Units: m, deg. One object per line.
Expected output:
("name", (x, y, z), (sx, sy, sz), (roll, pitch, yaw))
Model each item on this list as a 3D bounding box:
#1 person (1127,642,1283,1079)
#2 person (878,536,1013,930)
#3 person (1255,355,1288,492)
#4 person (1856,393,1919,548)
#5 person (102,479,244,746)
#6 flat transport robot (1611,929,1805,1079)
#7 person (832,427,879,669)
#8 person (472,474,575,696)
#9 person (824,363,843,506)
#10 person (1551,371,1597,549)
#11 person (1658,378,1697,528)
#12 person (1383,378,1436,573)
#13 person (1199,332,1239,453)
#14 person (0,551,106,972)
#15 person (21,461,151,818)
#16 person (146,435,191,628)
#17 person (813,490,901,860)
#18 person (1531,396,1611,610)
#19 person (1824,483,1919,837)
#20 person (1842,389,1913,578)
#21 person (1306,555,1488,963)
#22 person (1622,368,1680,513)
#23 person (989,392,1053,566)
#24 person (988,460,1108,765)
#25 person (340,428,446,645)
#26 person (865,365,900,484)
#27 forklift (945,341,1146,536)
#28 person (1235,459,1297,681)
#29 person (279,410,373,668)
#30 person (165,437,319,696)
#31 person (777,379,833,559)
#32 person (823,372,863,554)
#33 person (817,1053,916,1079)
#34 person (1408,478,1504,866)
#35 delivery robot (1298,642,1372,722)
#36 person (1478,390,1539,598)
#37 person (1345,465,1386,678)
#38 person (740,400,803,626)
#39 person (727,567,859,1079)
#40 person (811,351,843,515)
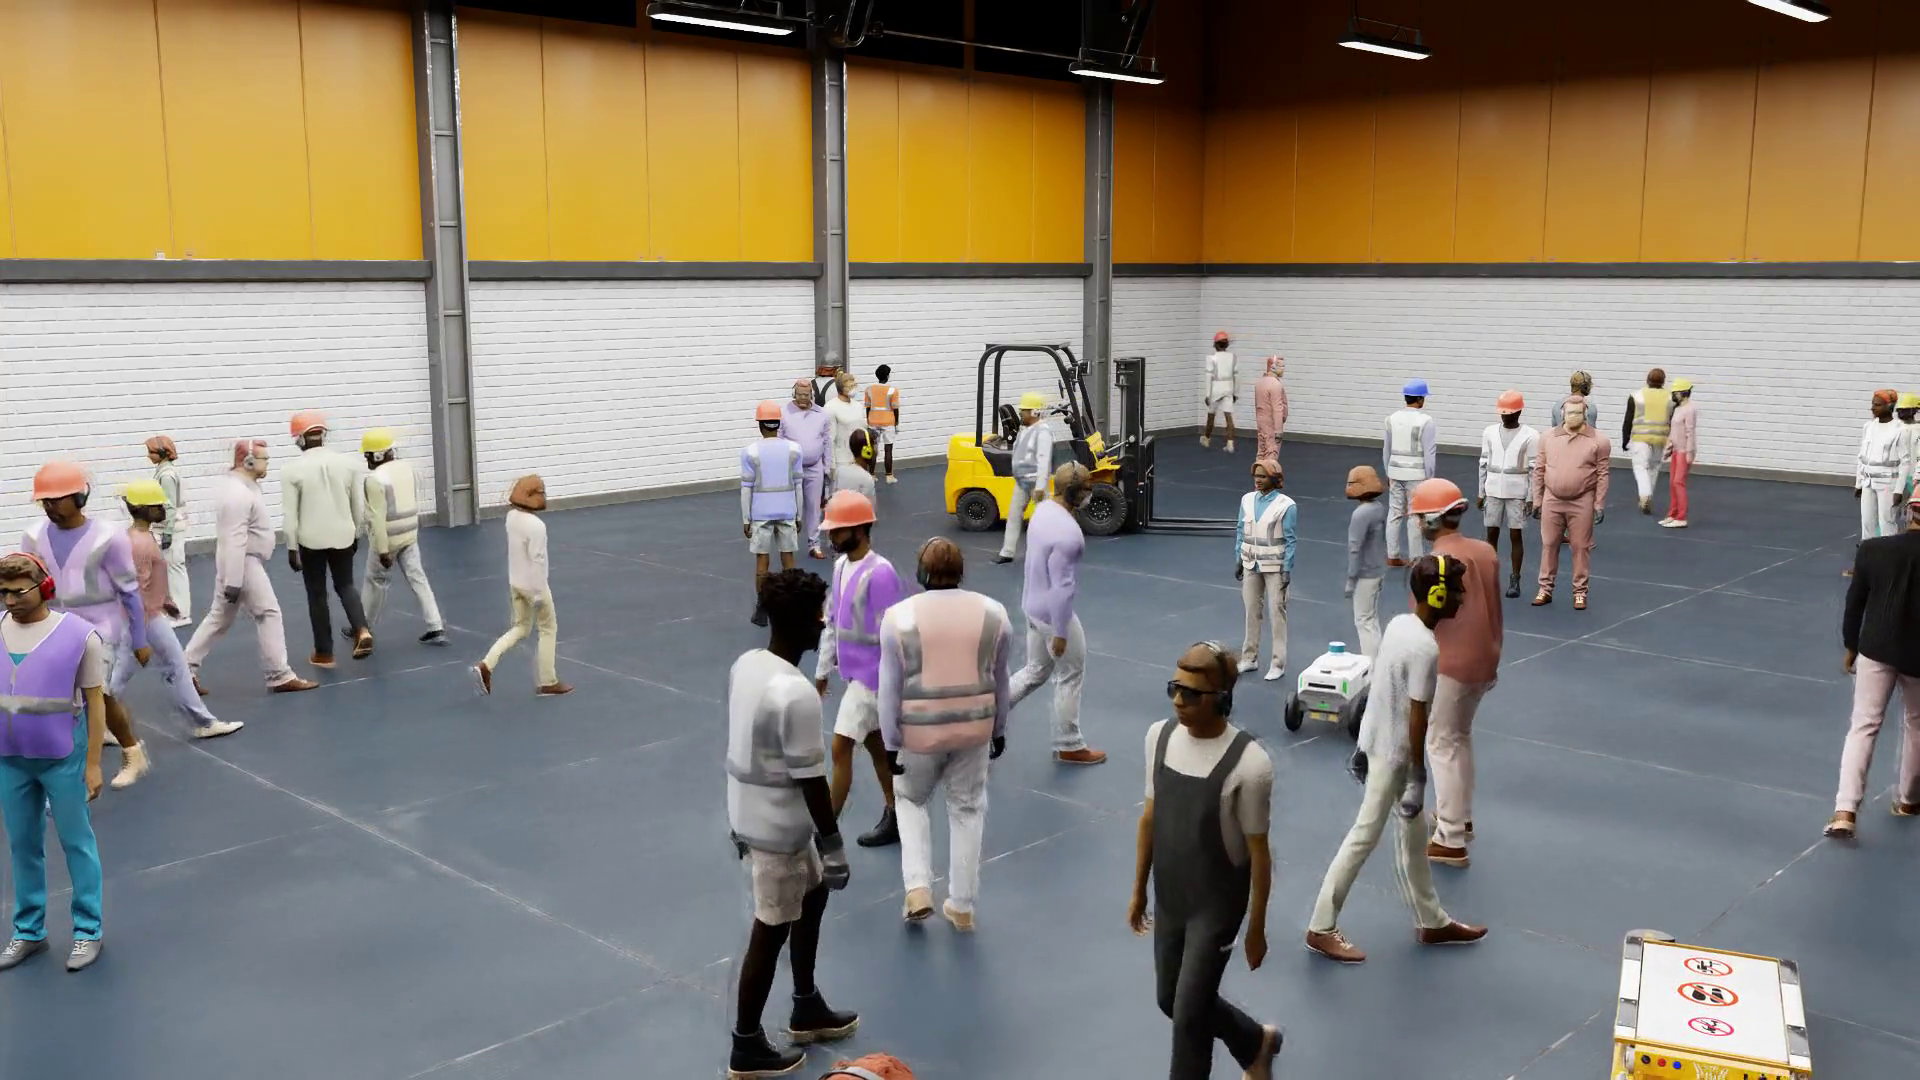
("person", (0.850, 1.217, 5.641), (0.787, 1.827, 0.520), (-7, 12, -37))
("person", (-0.069, 0.891, 7.645), (0.632, 1.827, 0.445), (-2, 9, -11))
("person", (4.117, -1.477, 21.897), (0.402, 1.904, 0.652), (-2, 9, -12))
("person", (10.028, -0.697, 17.673), (0.890, 1.718, 0.535), (-4, 10, -25))
("person", (-5.152, 0.462, 10.587), (0.899, 1.720, 0.527), (-6, 11, -34))
("flat transport robot", (2.875, 1.868, 6.385), (0.652, 0.197, 1.431), (4, 10, 23))
("person", (-0.686, 0.053, 12.741), (0.931, 1.825, 0.539), (-6, 11, -33))
("person", (-3.085, 0.335, 11.692), (0.635, 1.607, 0.501), (-9, 13, -44))
("person", (-1.621, -1.353, 21.271), (0.521, 1.863, 0.336), (8, 12, 40))
("person", (6.679, -0.869, 18.063), (0.372, 1.940, 0.629), (-4, 10, -22))
("person", (8.479, -1.024, 19.583), (0.363, 1.753, 0.532), (1, 9, 7))
("person", (4.511, -0.647, 16.671), (0.398, 1.949, 0.604), (-6, 11, -34))
("person", (4.339, -2.469, 27.726), (0.642, 1.980, 1.072), (-2, 10, -14))
("person", (-3.976, 0.950, 7.220), (0.564, 1.839, 0.390), (0, 9, 2))
("person", (-4.943, 0.535, 9.340), (0.602, 1.976, 1.099), (2, 9, 9))
("person", (-6.705, -0.072, 14.100), (0.308, 1.638, 0.511), (-5, 10, -27))
("person", (-0.624, 0.697, 8.558), (0.884, 1.900, 0.575), (-4, 10, -25))
("person", (5.438, -0.333, 14.877), (0.651, 1.906, 0.409), (5, 11, 30))
("person", (5.048, 0.637, 8.919), (0.641, 1.942, 1.037), (7, 12, 38))
("person", (8.897, -0.520, 16.088), (0.338, 1.882, 0.583), (-2, 10, -13))
("person", (1.940, 0.964, 7.299), (0.829, 1.805, 0.562), (1, 9, 5))
("person", (8.628, -1.242, 20.761), (0.630, 1.808, 0.861), (2, 9, 10))
("person", (0.764, -0.627, 17.043), (0.909, 1.792, 0.603), (-4, 10, -25))
("person", (0.483, 0.456, 10.045), (0.796, 1.906, 0.687), (-2, 10, -14))
("person", (-4.569, -0.026, 13.401), (0.941, 1.773, 0.637), (3, 10, 20))
("person", (-1.093, -1.629, 23.484), (0.530, 1.691, 0.318), (3, 10, 17))
("forklift", (0.977, -1.223, 19.452), (2.313, 2.155, 1.214), (2, 9, 11))
("person", (2.263, 0.214, 12.342), (0.308, 1.641, 0.514), (-9, 13, -43))
("person", (-4.808, 0.010, 12.601), (0.636, 1.965, 0.649), (-8, 12, -40))
("person", (-5.157, 0.201, 11.769), (0.963, 1.864, 0.642), (-5, 10, -28))
("person", (-1.635, -0.731, 17.339), (0.639, 1.902, 0.406), (-3, 10, -20))
("person", (-1.226, -0.825, 17.794), (0.372, 1.940, 0.629), (6, 11, 31))
("person", (-0.132, 1.684, 2.576), (0.584, 1.882, 0.337), (4, 10, 22))
("person", (2.537, 0.662, 8.619), (0.682, 1.966, 0.493), (-7, 11, -36))
("delivery robot", (2.494, 0.921, 11.033), (0.477, 0.478, 0.707), (5, 10, 27))
("person", (5.058, -0.429, 15.403), (0.543, 1.928, 0.370), (6, 11, 35))
("person", (2.930, 0.275, 12.021), (0.298, 1.624, 0.509), (5, 11, 29))
("person", (-1.606, -0.227, 14.183), (0.540, 1.929, 0.391), (-3, 10, -17))
("person", (-0.590, 1.053, 6.270), (0.740, 1.936, 0.633), (-4, 10, -25))
("person", (-1.566, -1.299, 20.389), (0.677, 2.000, 0.536), (5, 11, 29))
